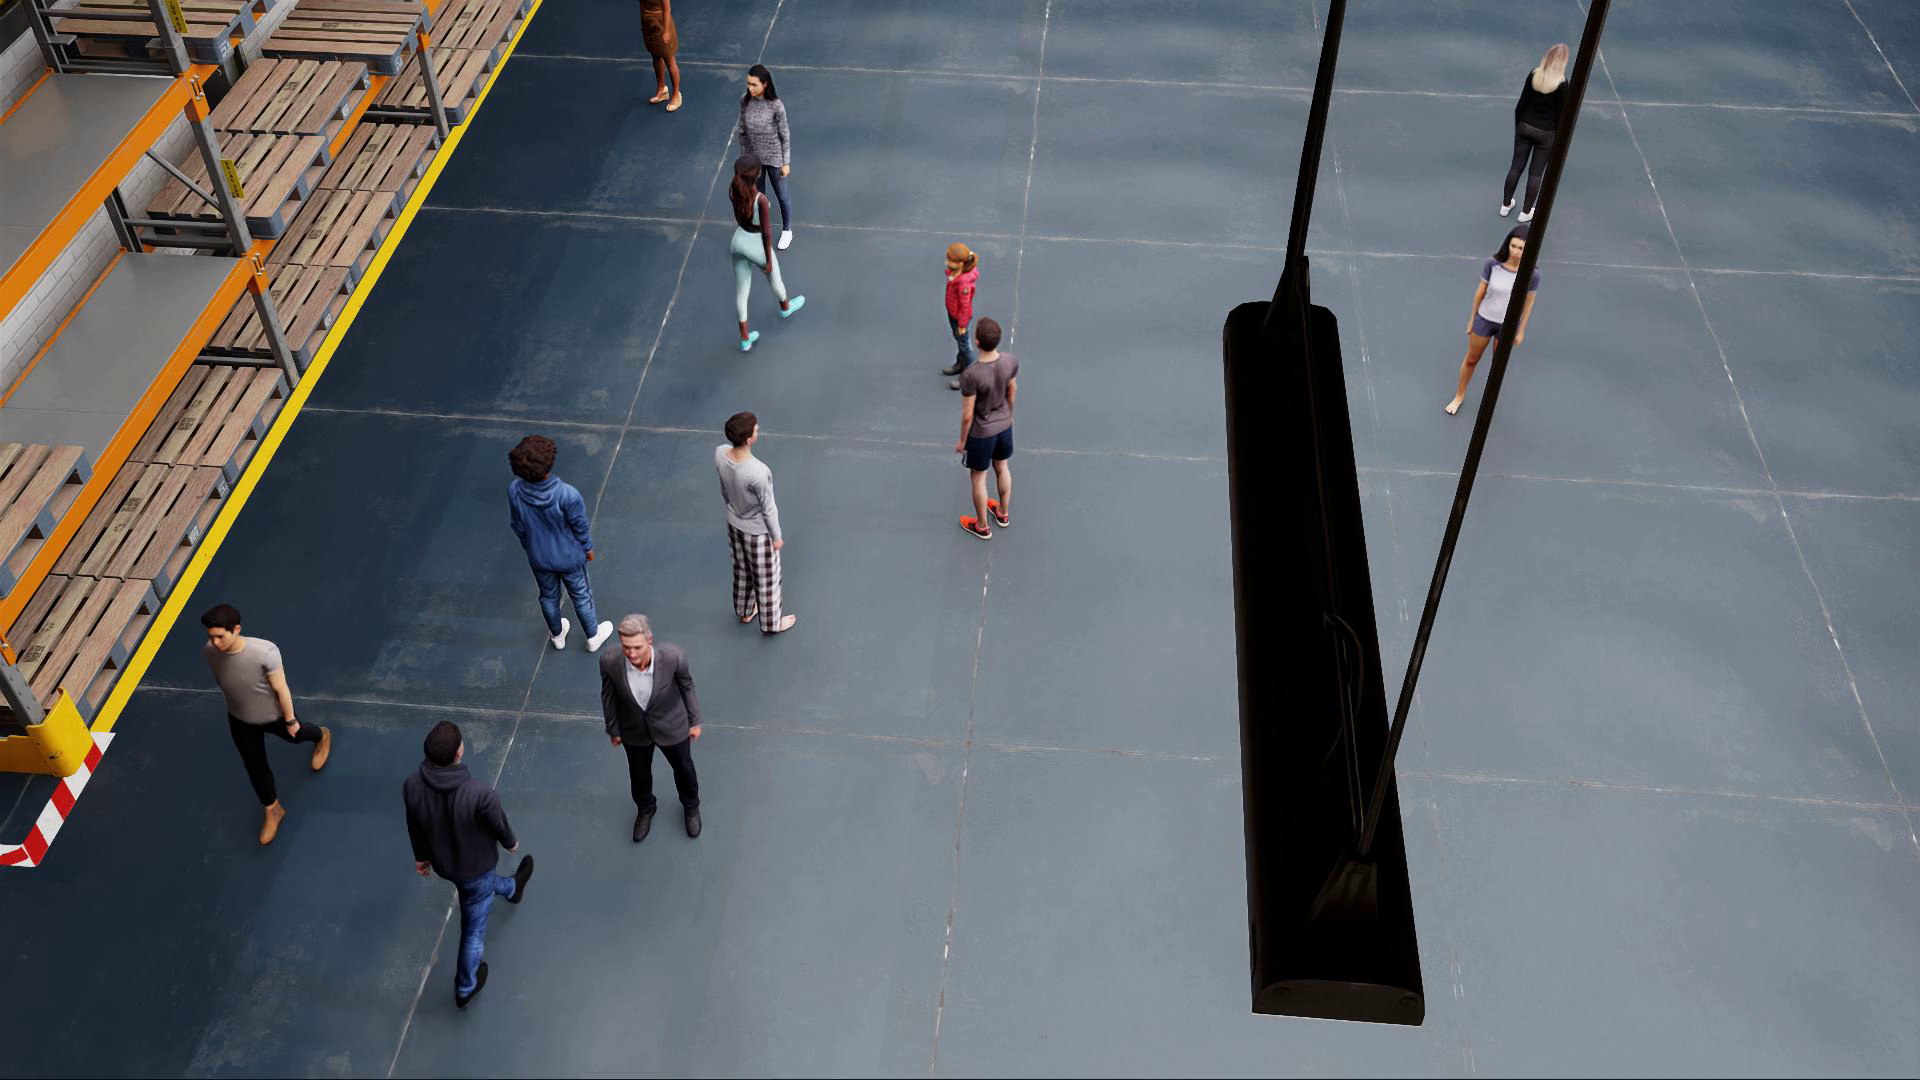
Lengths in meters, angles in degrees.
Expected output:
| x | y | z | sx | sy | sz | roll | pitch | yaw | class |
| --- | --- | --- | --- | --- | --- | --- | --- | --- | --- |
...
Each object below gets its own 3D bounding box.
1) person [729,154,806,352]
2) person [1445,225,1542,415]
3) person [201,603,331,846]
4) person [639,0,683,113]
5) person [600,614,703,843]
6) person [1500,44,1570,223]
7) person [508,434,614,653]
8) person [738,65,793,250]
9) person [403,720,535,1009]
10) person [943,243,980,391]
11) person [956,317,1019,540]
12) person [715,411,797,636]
| x | y | z | sx | sy | sz | roll | pitch | yaw | class |
| --- | --- | --- | --- | --- | --- | --- | --- | --- | --- |
| -1.742 | -2.301 | 13.528 | 0.867 | 1.689 | 1.099 | 21 | 47 | 21 | person |
| 4.157 | -1.683 | 12.848 | 0.649 | 1.733 | 0.627 | 18 | 47 | 18 | person |
| -4.197 | 0.968 | 10.100 | 0.604 | 1.685 | 1.093 | 4 | 44 | 4 | person |
| -2.981 | -5.066 | 16.430 | 0.639 | 1.690 | 0.676 | 32 | 52 | 29 | person |
| -1.814 | 1.094 | 9.856 | 0.764 | 1.839 | 0.643 | -4 | 44 | -4 | person |
| 5.180 | -3.662 | 14.960 | 0.698 | 1.685 | 0.730 | 32 | 52 | 29 | person |
| -2.670 | 0.044 | 10.978 | 0.672 | 1.811 | 0.563 | 5 | 44 | 5 | person |
| -1.698 | -3.379 | 14.630 | 0.678 | 1.731 | 0.627 | 16 | 46 | 16 | person |
| -2.743 | 1.830 | 9.098 | 0.844 | 1.819 | 1.282 | 11 | 45 | 11 | person |
| 0.016 | -1.810 | 13.284 | 0.633 | 1.315 | 0.521 | -12 | 45 | -12 | person |
| 0.196 | -0.788 | 11.823 | 0.722 | 1.851 | 0.774 | -29 | 51 | -27 | person |
| -1.393 | -0.101 | 11.105 | 0.704 | 1.847 | 0.730 | 31 | 52 | 29 | person |
